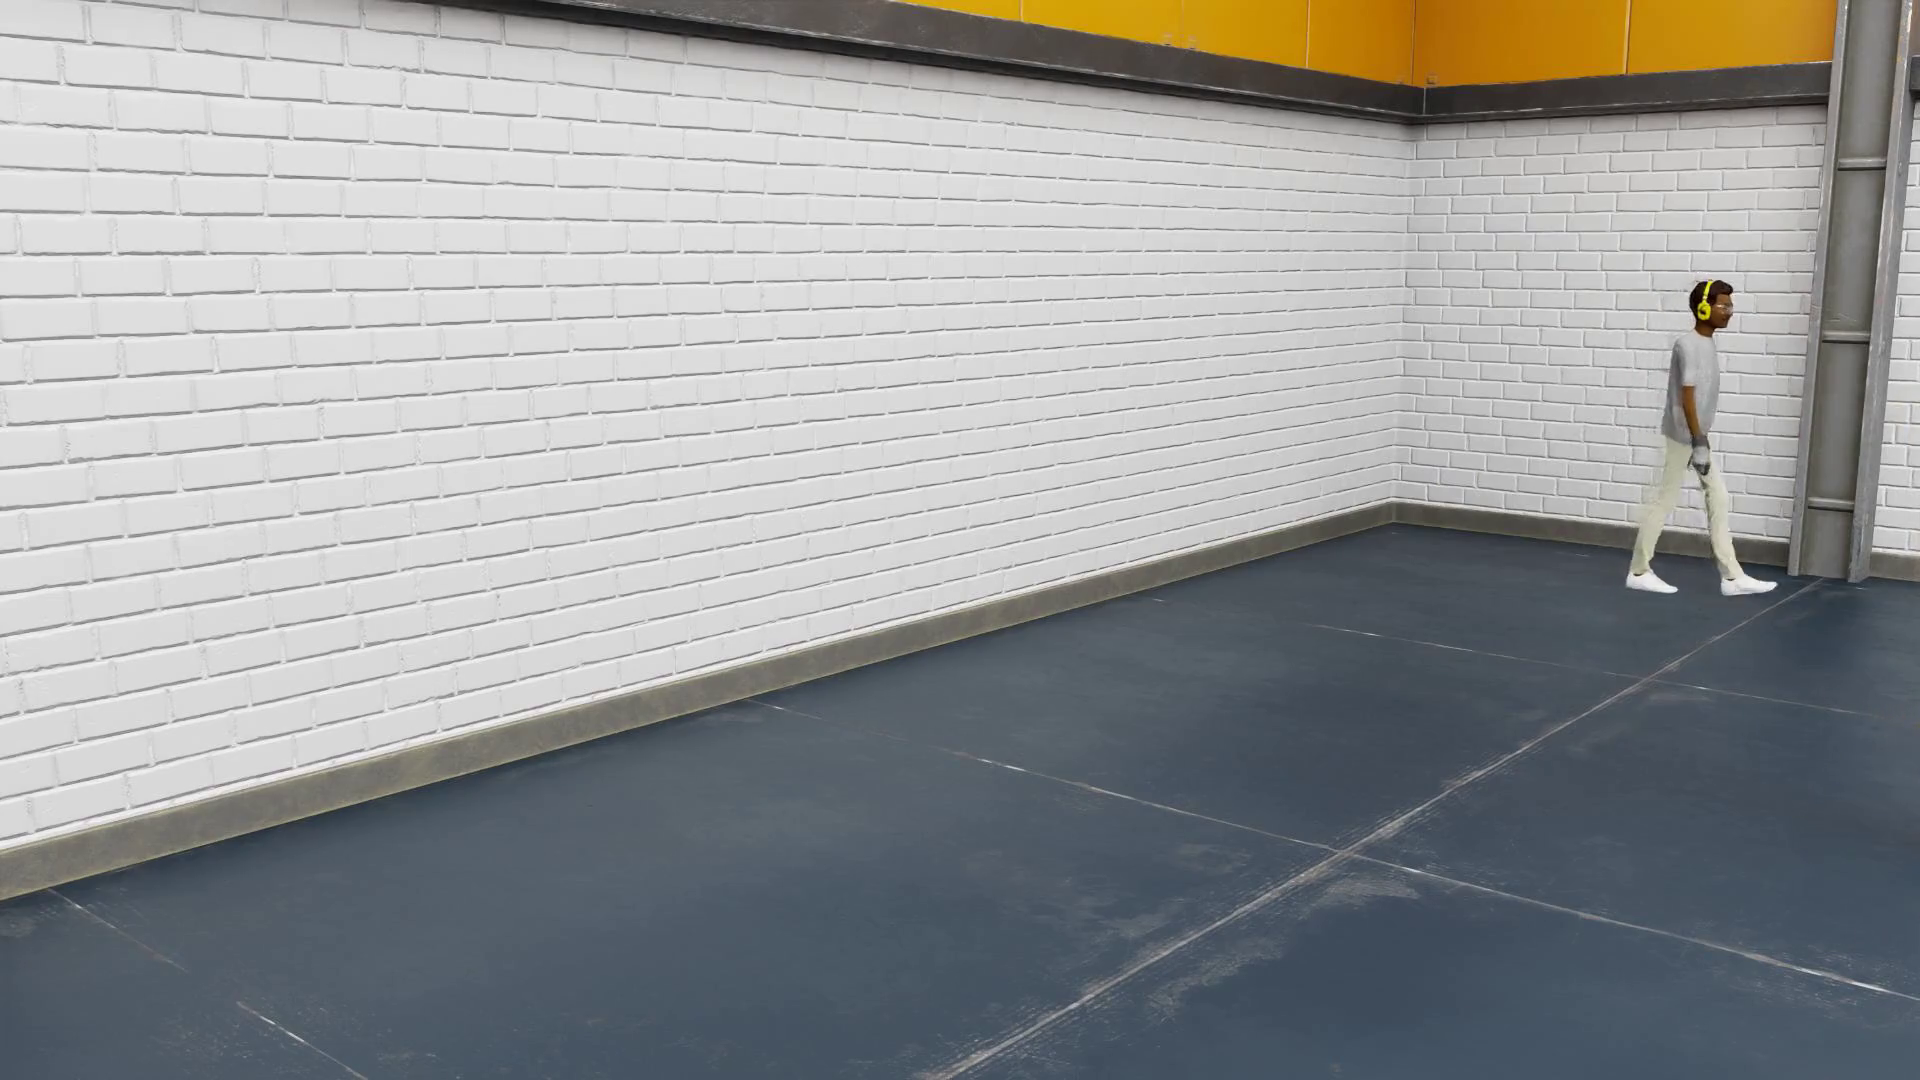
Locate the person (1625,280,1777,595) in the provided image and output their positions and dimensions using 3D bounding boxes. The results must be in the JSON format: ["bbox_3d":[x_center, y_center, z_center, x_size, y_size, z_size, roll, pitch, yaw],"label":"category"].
[{"bbox_3d":[4.339,-0.570,9.612,0.893,1.832,0.580,8,13,40],"label":"person"}]
